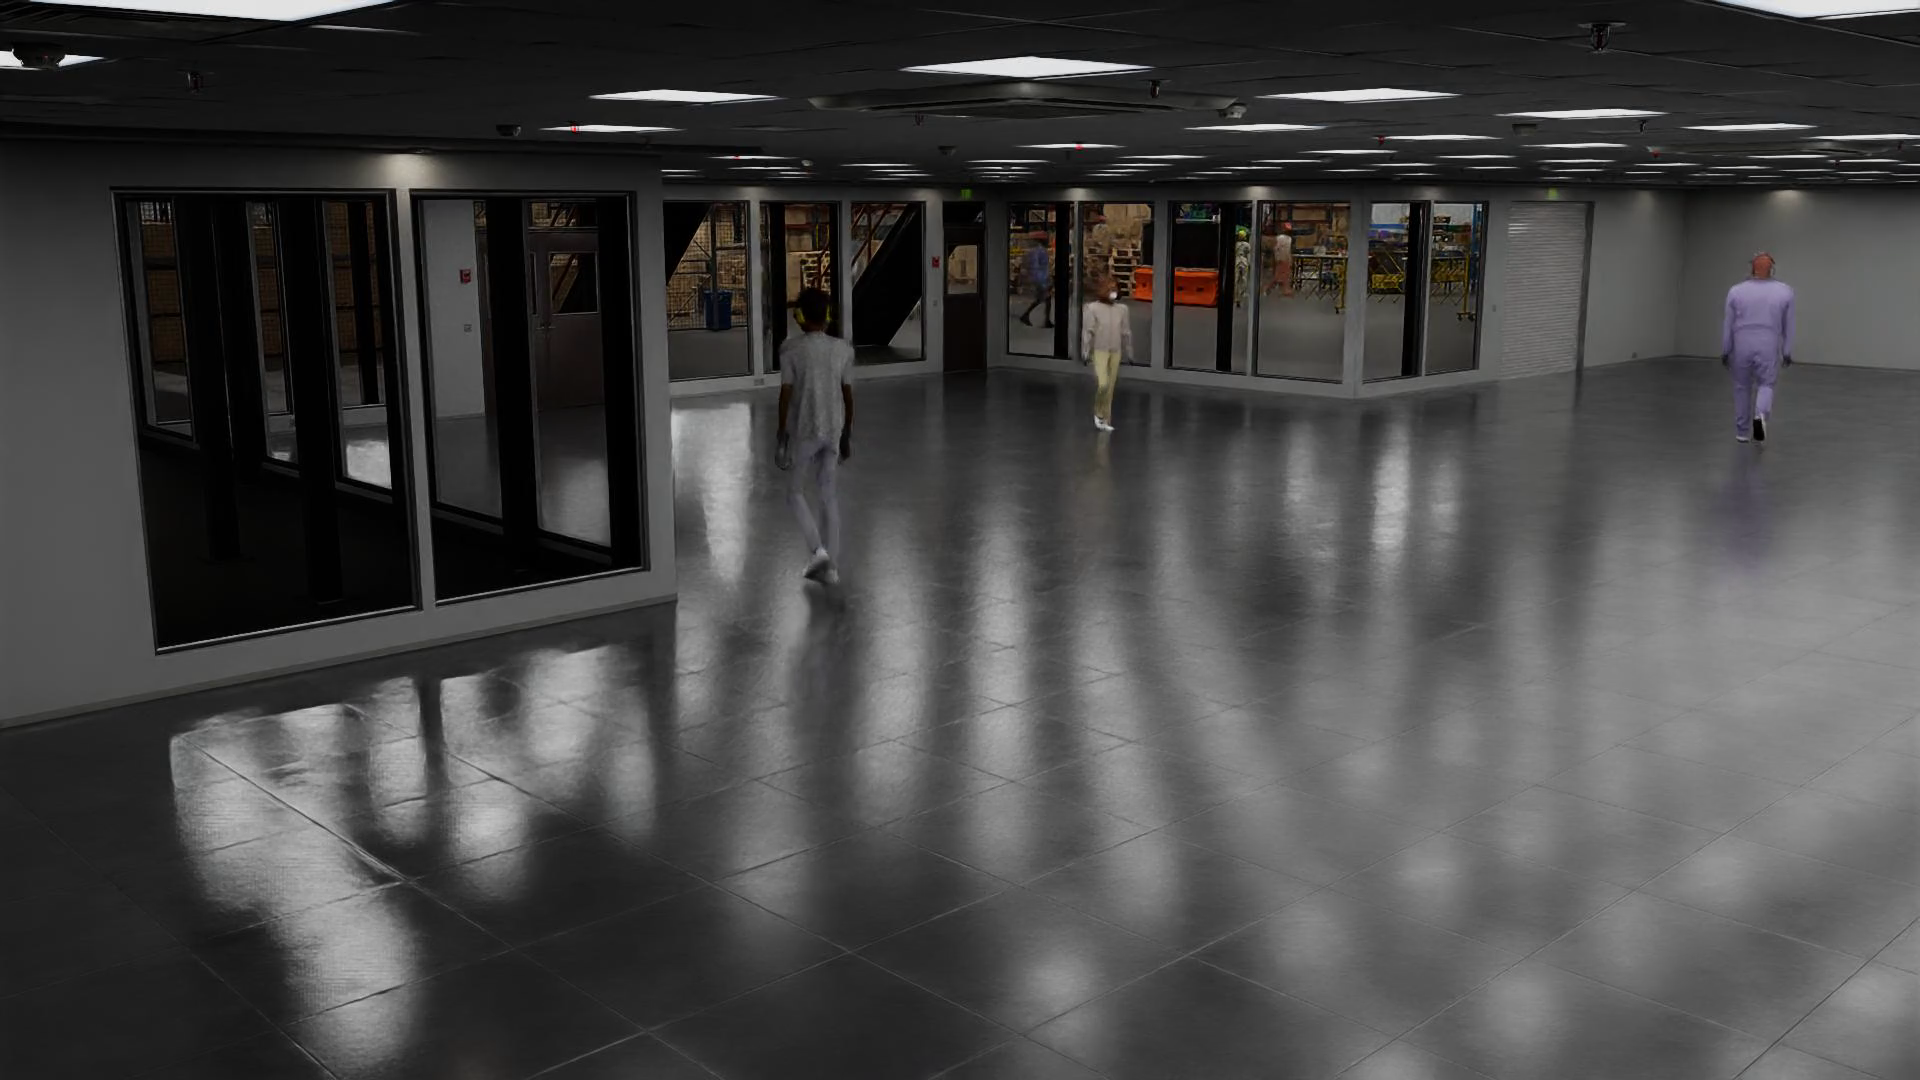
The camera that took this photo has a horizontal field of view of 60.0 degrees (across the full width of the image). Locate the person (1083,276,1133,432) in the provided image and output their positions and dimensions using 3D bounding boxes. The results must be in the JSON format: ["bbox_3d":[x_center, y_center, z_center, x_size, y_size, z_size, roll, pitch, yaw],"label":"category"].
[{"bbox_3d":[1.554,-1.932,17.340,0.526,1.615,0.389,-5,12,-24],"label":"person"}]

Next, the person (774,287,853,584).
[{"bbox_3d":[-0.914,-0.632,10.300,0.589,1.843,0.407,-7,13,-30],"label":"person"}]

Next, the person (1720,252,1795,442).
[{"bbox_3d":[7.888,-1.899,16.498,0.670,1.892,0.453,5,12,23],"label":"person"}]
